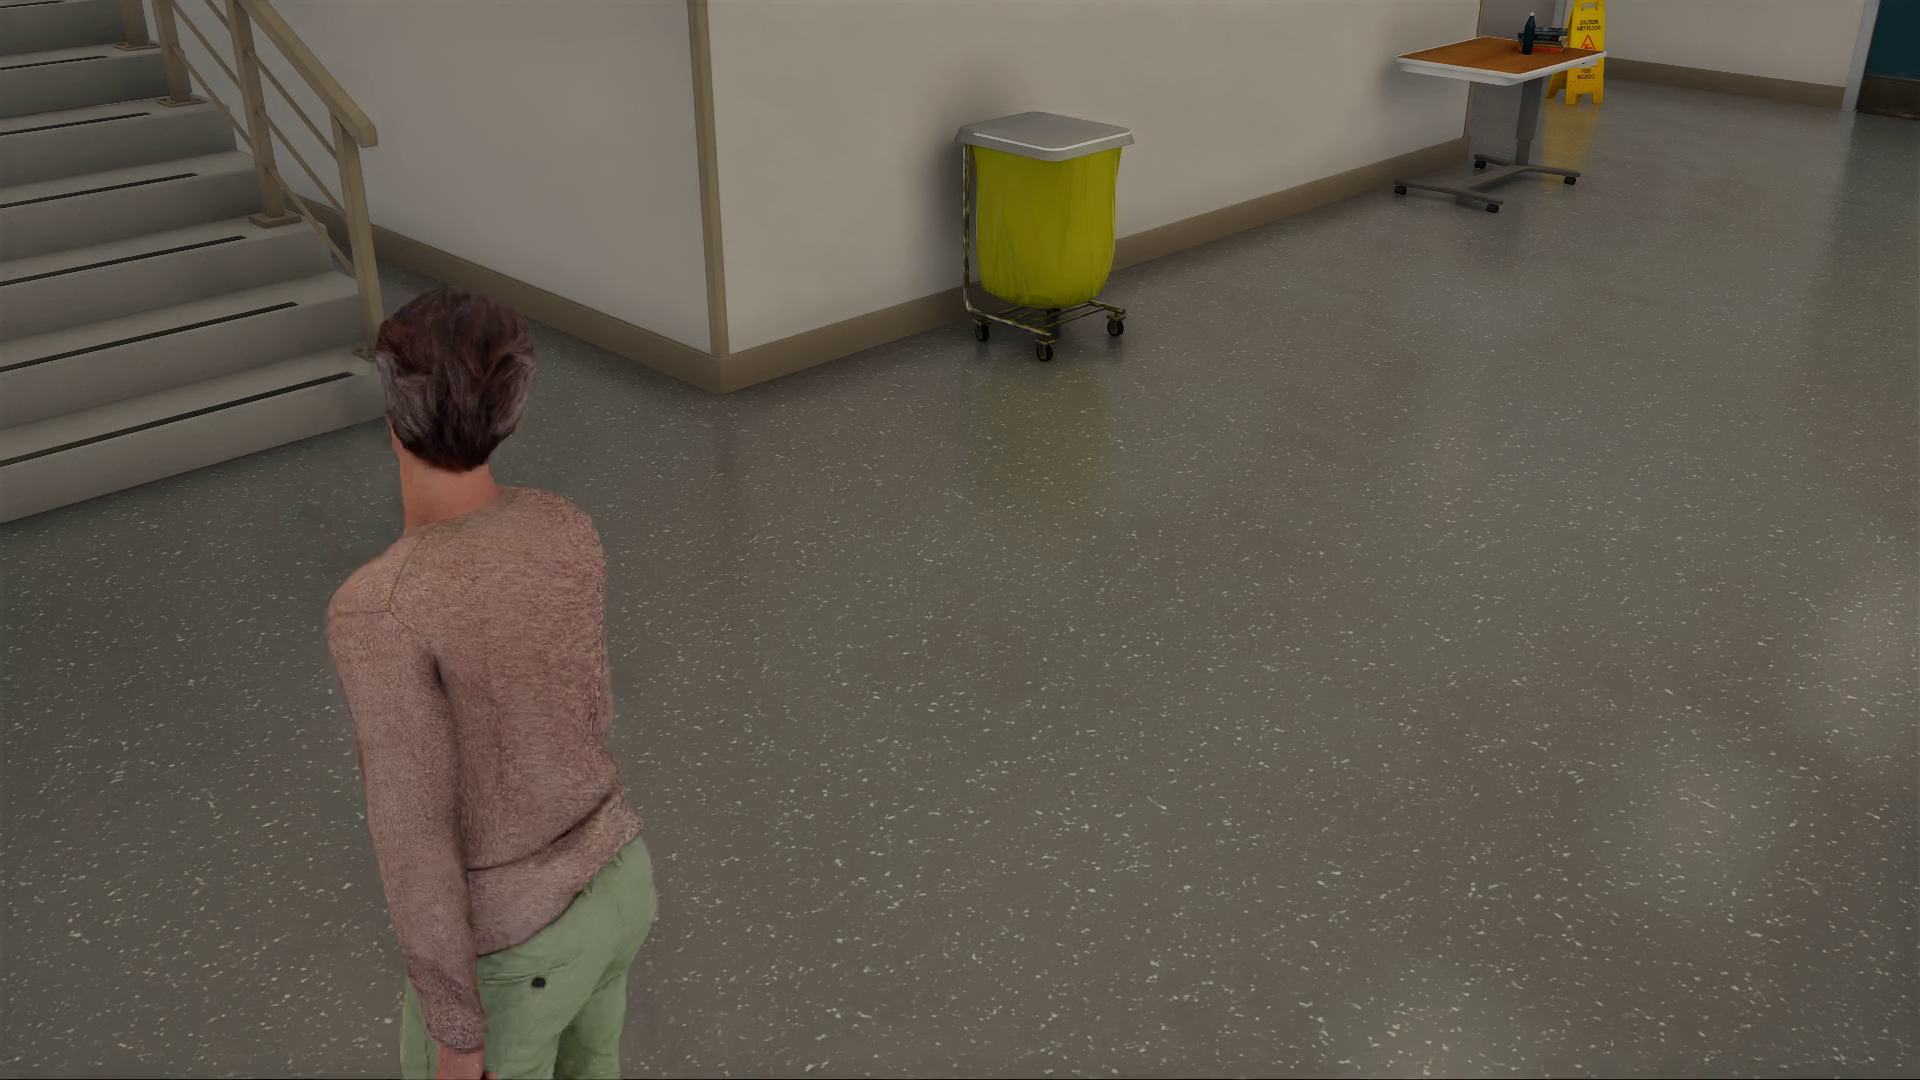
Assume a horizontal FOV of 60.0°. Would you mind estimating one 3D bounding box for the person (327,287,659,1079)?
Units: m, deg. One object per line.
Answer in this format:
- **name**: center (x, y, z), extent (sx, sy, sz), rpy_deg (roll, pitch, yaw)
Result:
- **person**: center (-0.600, 0.603, 2.378), extent (0.853, 1.832, 0.955), rpy_deg (3, 26, 7)
